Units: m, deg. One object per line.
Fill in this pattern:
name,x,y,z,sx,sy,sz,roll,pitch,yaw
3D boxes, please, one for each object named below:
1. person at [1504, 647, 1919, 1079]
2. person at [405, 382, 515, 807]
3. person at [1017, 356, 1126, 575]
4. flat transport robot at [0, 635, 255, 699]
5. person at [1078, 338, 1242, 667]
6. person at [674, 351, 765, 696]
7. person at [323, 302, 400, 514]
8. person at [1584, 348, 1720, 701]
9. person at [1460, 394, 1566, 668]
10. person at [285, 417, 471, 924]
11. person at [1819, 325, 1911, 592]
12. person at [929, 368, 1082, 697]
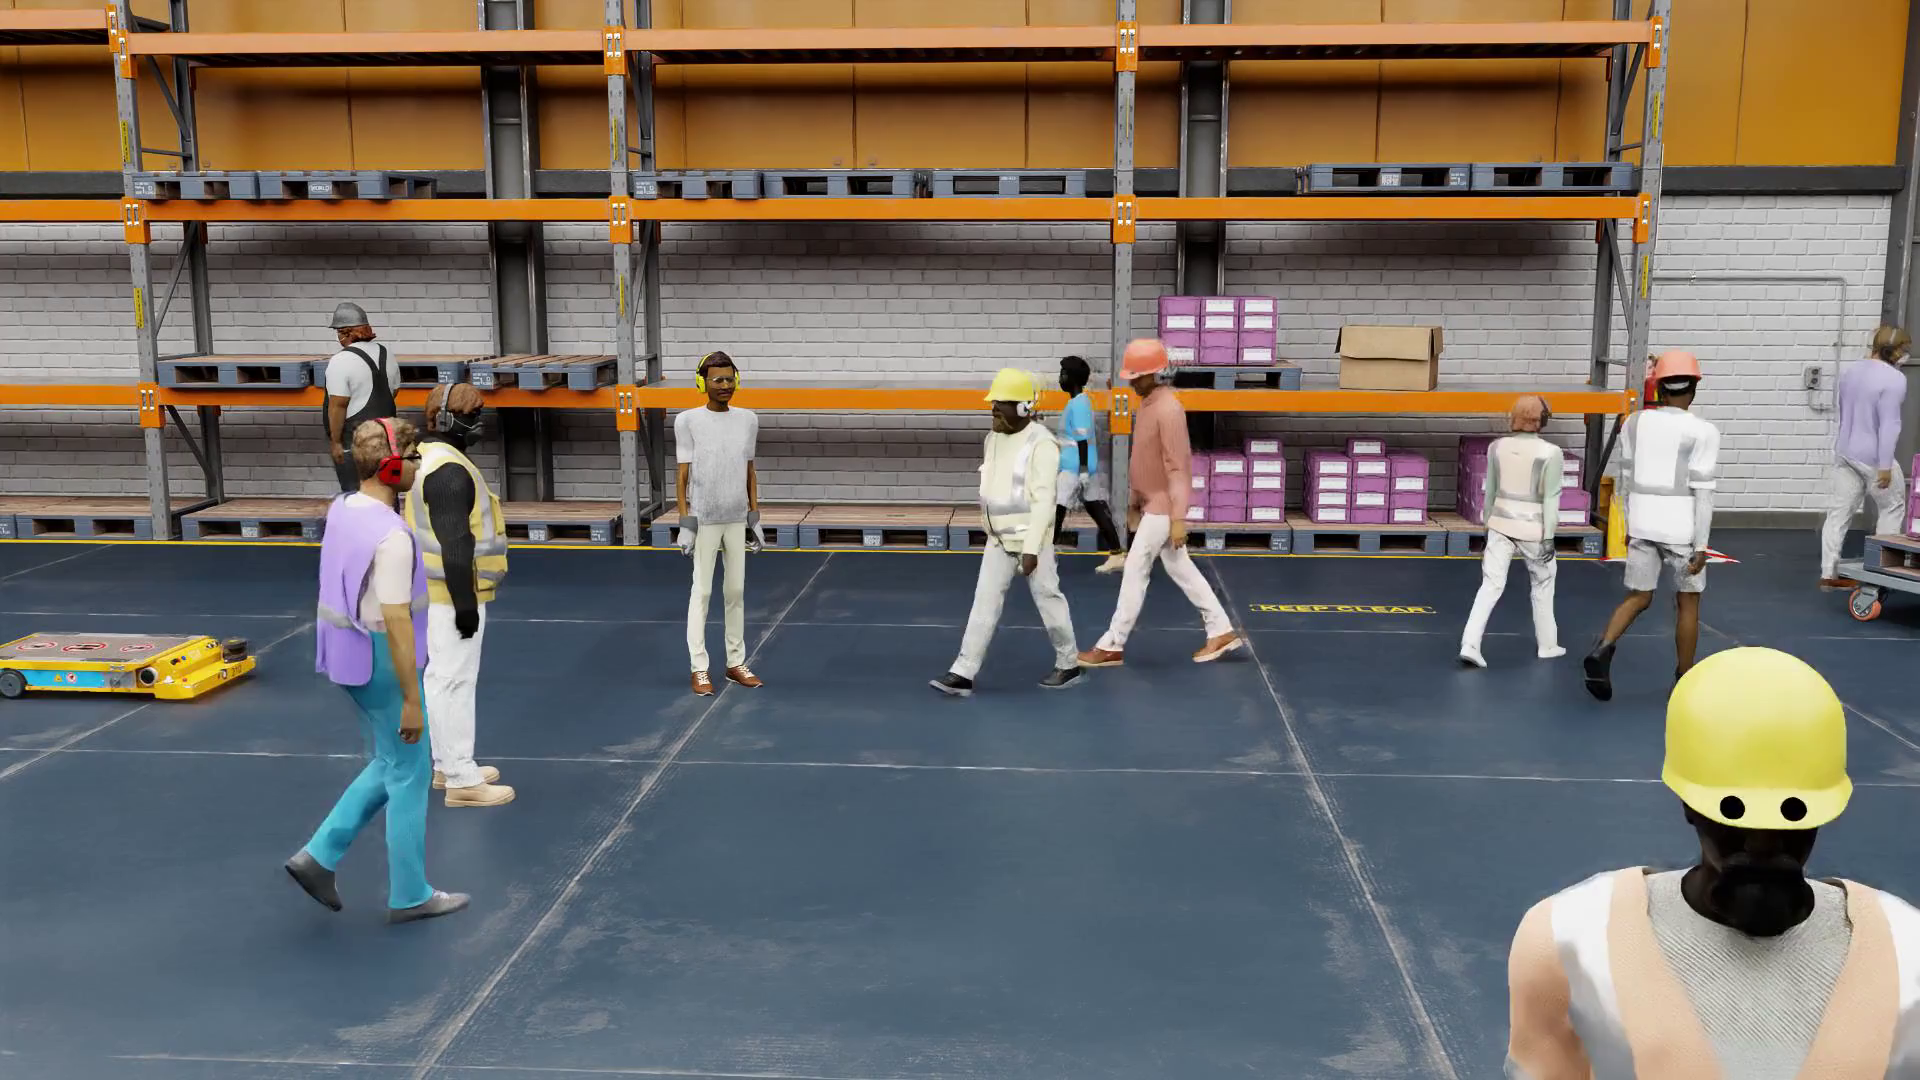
person,1.043,1.051,2.305,0.594,1.898,0.828,2,10,13
person,-2.192,0.232,7.273,0.430,1.841,0.624,-4,11,-23
person,0.856,-0.544,12.368,0.888,1.646,0.545,1,10,6
flat transport robot,-4.754,0.685,9.205,1.431,0.197,0.652,1,10,5
person,1.192,-0.205,9.603,1.010,1.927,0.642,-1,10,-4
person,-1.308,-0.095,9.097,0.511,1.872,0.328,-7,12,-34
person,-4.687,-0.837,12.941,0.535,2.000,0.680,4,11,23
person,3.684,-0.055,8.792,0.789,1.906,0.551,-7,12,-36
person,3.224,-0.049,9.646,0.859,1.593,0.525,-8,13,-40
person,-2.053,0.481,5.830,0.511,1.830,0.601,-7,12,-37
person,6.496,-0.561,11.740,0.823,1.894,0.657,-1,10,-8
person,0.292,-0.032,8.981,0.936,1.784,0.633,-7,12,-34
